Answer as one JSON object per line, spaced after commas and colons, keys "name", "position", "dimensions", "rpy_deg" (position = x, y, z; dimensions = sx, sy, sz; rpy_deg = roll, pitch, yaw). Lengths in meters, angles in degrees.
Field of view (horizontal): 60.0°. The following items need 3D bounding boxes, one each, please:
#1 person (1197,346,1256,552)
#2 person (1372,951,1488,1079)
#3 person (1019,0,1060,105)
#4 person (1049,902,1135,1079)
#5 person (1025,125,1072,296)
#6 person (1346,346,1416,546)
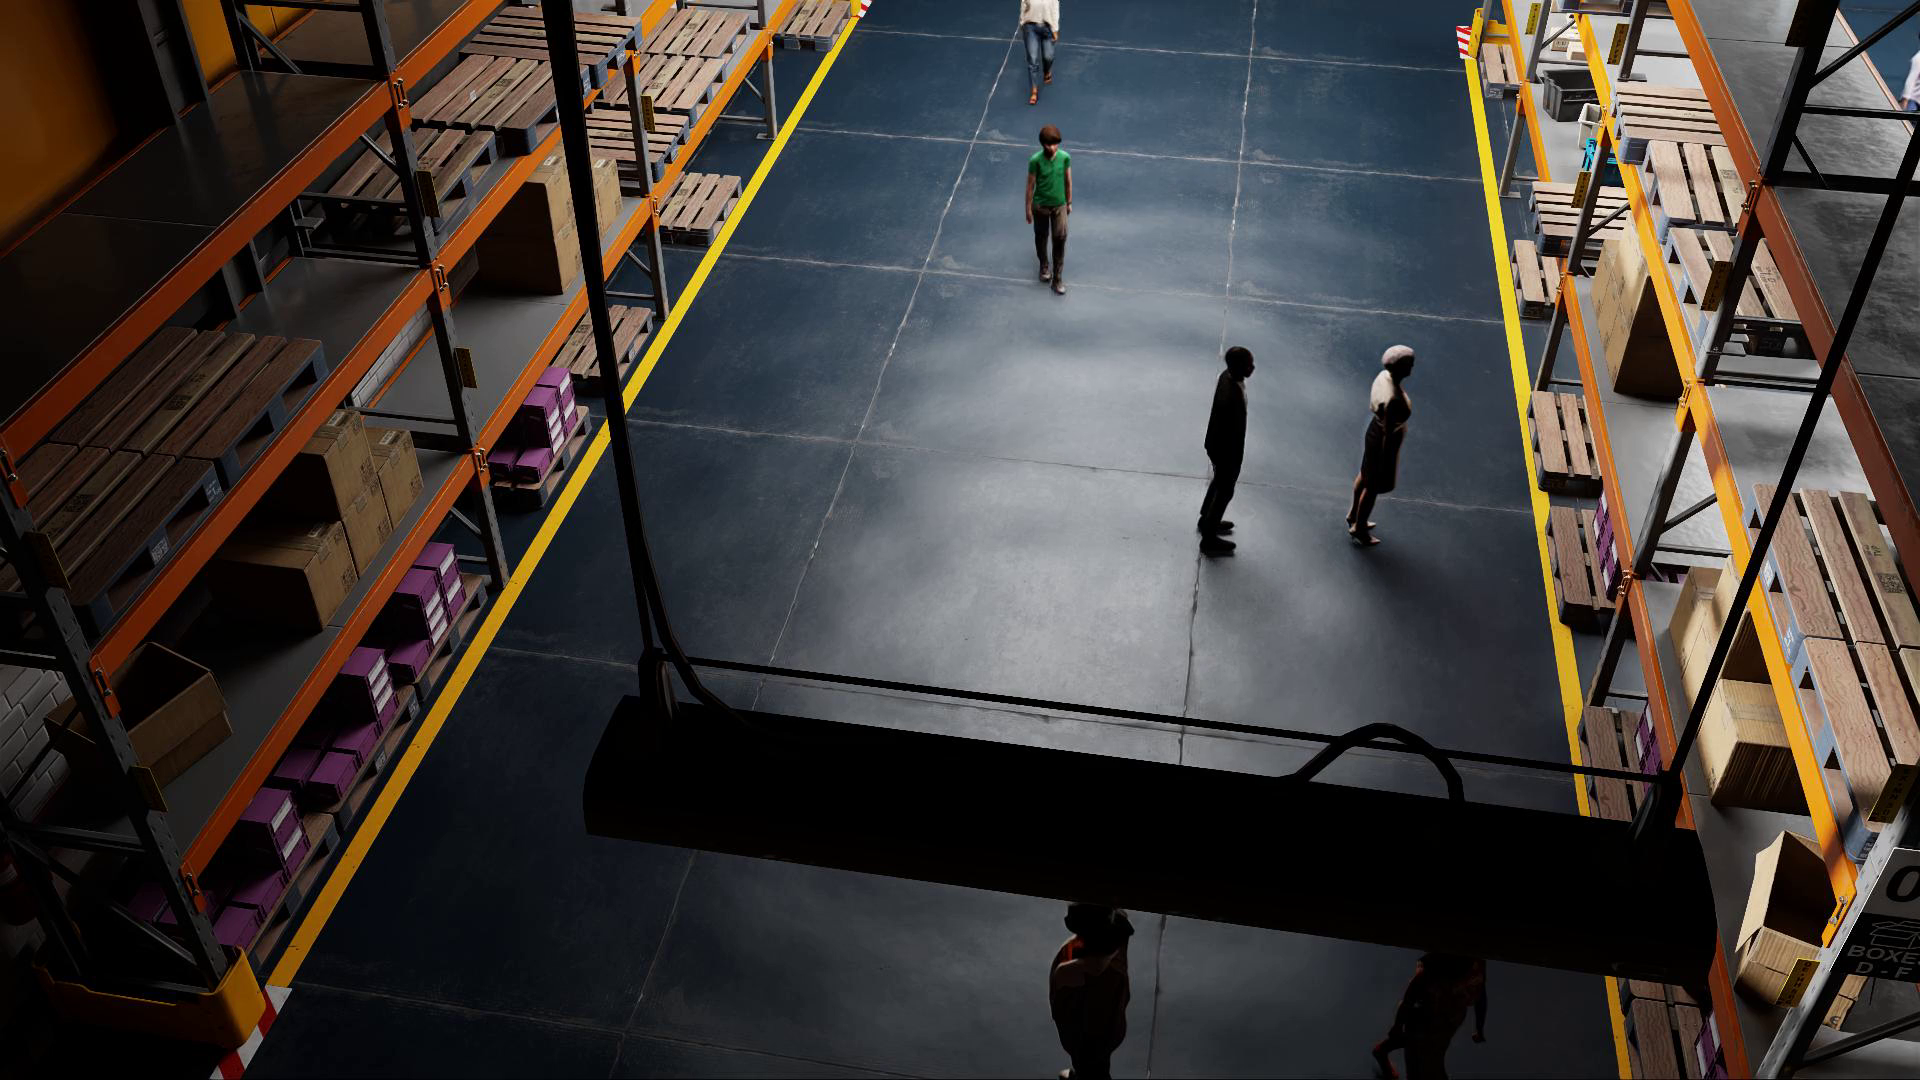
{"name": "person", "position": [2.012, -0.697, 12.636], "dimensions": [0.735, 1.795, 0.496], "rpy_deg": [2, 39, 3]}
{"name": "person", "position": [2.464, 2.496, 8.798], "dimensions": [1.007, 1.595, 1.189], "rpy_deg": [-15, 41, -18]}
{"name": "person", "position": [0.946, -5.945, 19.307], "dimensions": [0.614, 1.670, 0.784], "rpy_deg": [7, 39, 9]}
{"name": "person", "position": [0.722, 2.407, 8.668], "dimensions": [0.749, 1.896, 0.609], "rpy_deg": [4, 39, 5]}
{"name": "person", "position": [0.841, -3.246, 15.960], "dimensions": [0.740, 1.631, 0.895], "rpy_deg": [-3, 39, -4]}
{"name": "person", "position": [3.194, -0.717, 12.696], "dimensions": [0.660, 1.751, 0.468], "rpy_deg": [5, 39, 6]}
